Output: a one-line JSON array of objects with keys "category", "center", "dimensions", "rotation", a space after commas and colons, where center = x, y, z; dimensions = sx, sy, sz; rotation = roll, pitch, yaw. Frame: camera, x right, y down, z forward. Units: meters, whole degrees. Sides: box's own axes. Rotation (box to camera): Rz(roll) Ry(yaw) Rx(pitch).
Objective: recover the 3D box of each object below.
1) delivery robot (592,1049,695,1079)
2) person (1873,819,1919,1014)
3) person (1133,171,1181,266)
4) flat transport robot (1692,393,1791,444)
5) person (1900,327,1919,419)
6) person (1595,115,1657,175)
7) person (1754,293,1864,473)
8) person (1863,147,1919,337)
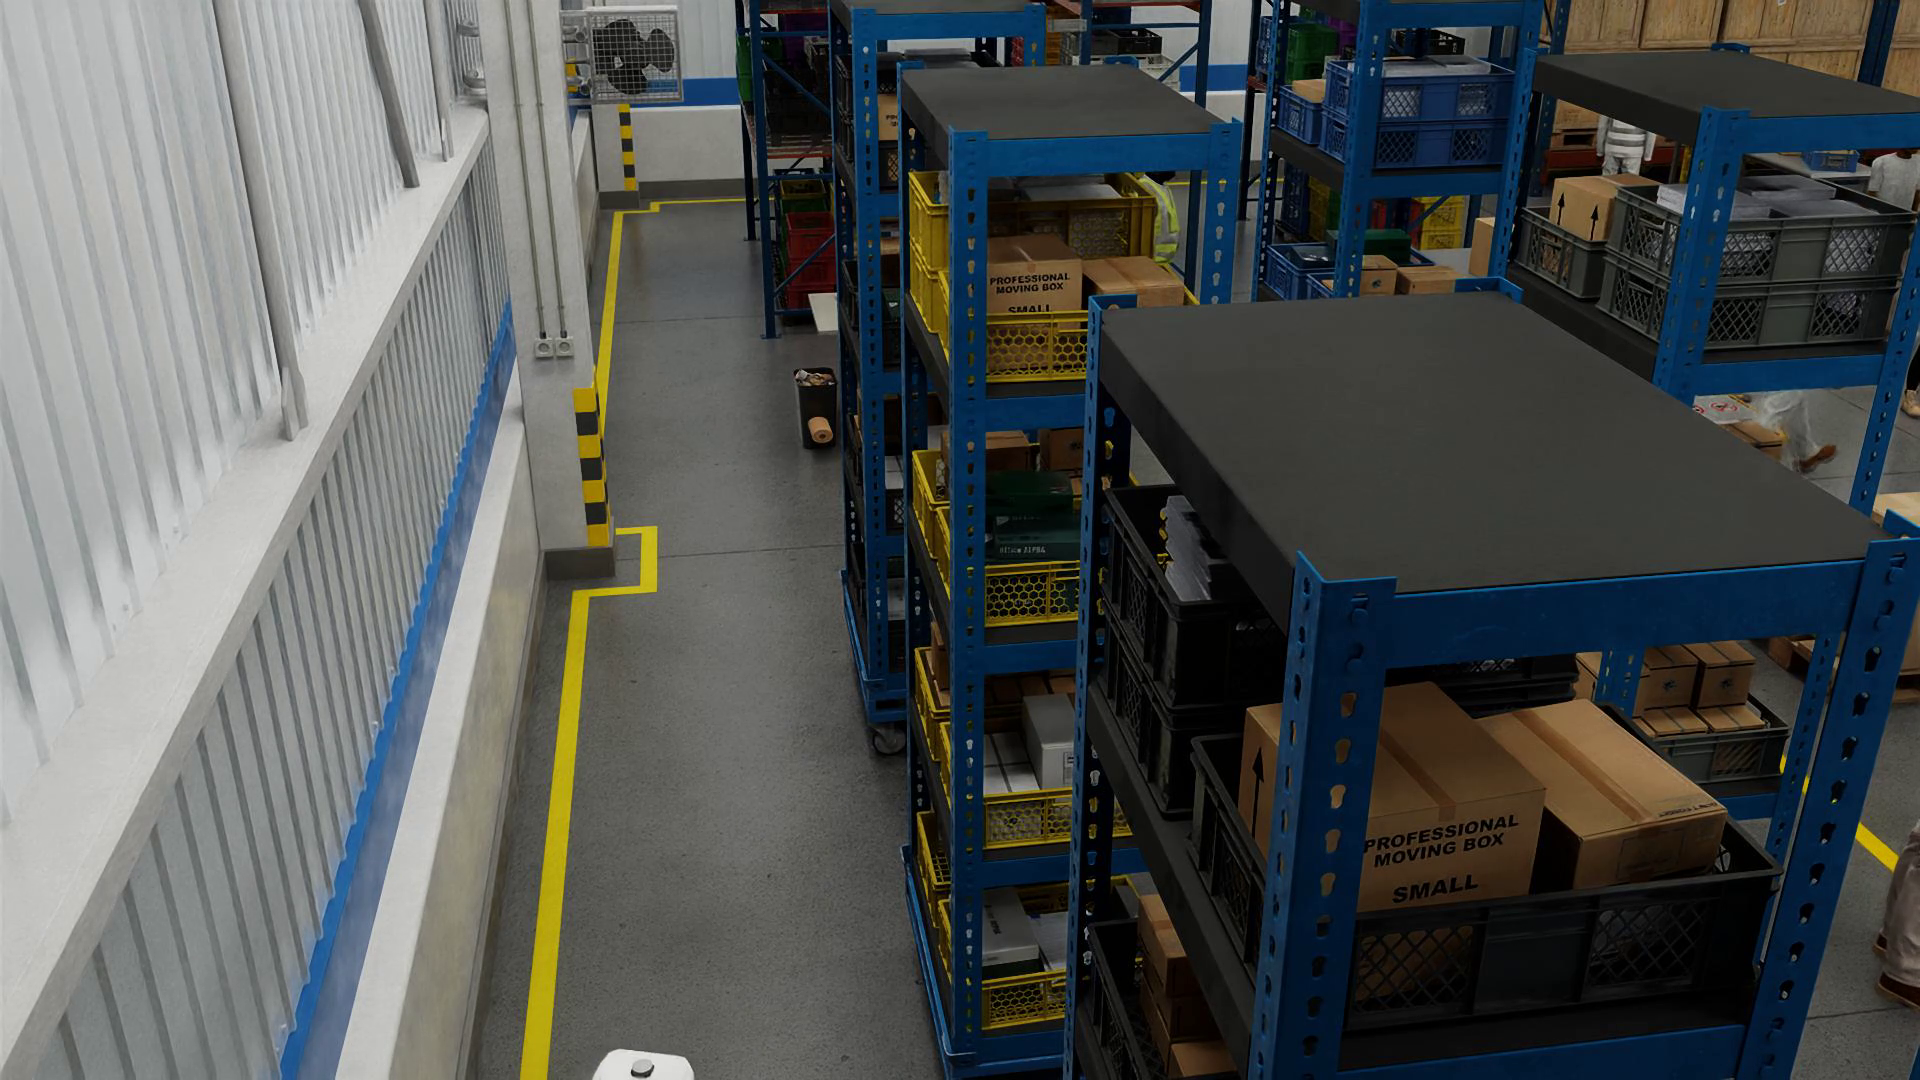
[{"category": "delivery robot", "center": [-1.124, 1.999, 5.474], "dimensions": [0.477, 0.478, 0.707], "rotation": [4, 25, 9]}, {"category": "person", "center": [3.868, 0.873, 6.324], "dimensions": [0.392, 1.991, 0.612], "rotation": [13, 28, 26]}, {"category": "person", "center": [1.529, -2.227, 13.257], "dimensions": [0.429, 1.835, 0.631], "rotation": [7, 26, 14]}, {"category": "flat transport robot", "center": [5.224, -0.859, 12.132], "dimensions": [1.431, 0.197, 0.652], "rotation": [-4, 25, -8]}, {"category": "person", "center": [7.389, -1.740, 12.351], "dimensions": [0.529, 1.697, 0.321], "rotation": [-6, 25, -13]}, {"category": "person", "center": [6.749, -3.929, 16.892], "dimensions": [0.583, 1.882, 0.350], "rotation": [18, 30, 35]}, {"category": "person", "center": [5.622, -1.245, 11.070], "dimensions": [1.074, 1.869, 0.640], "rotation": [-9, 26, -20]}, {"category": "person", "center": [7.864, -2.639, 14.117], "dimensions": [0.516, 1.861, 0.316], "rotation": [-3, 25, -5]}]
